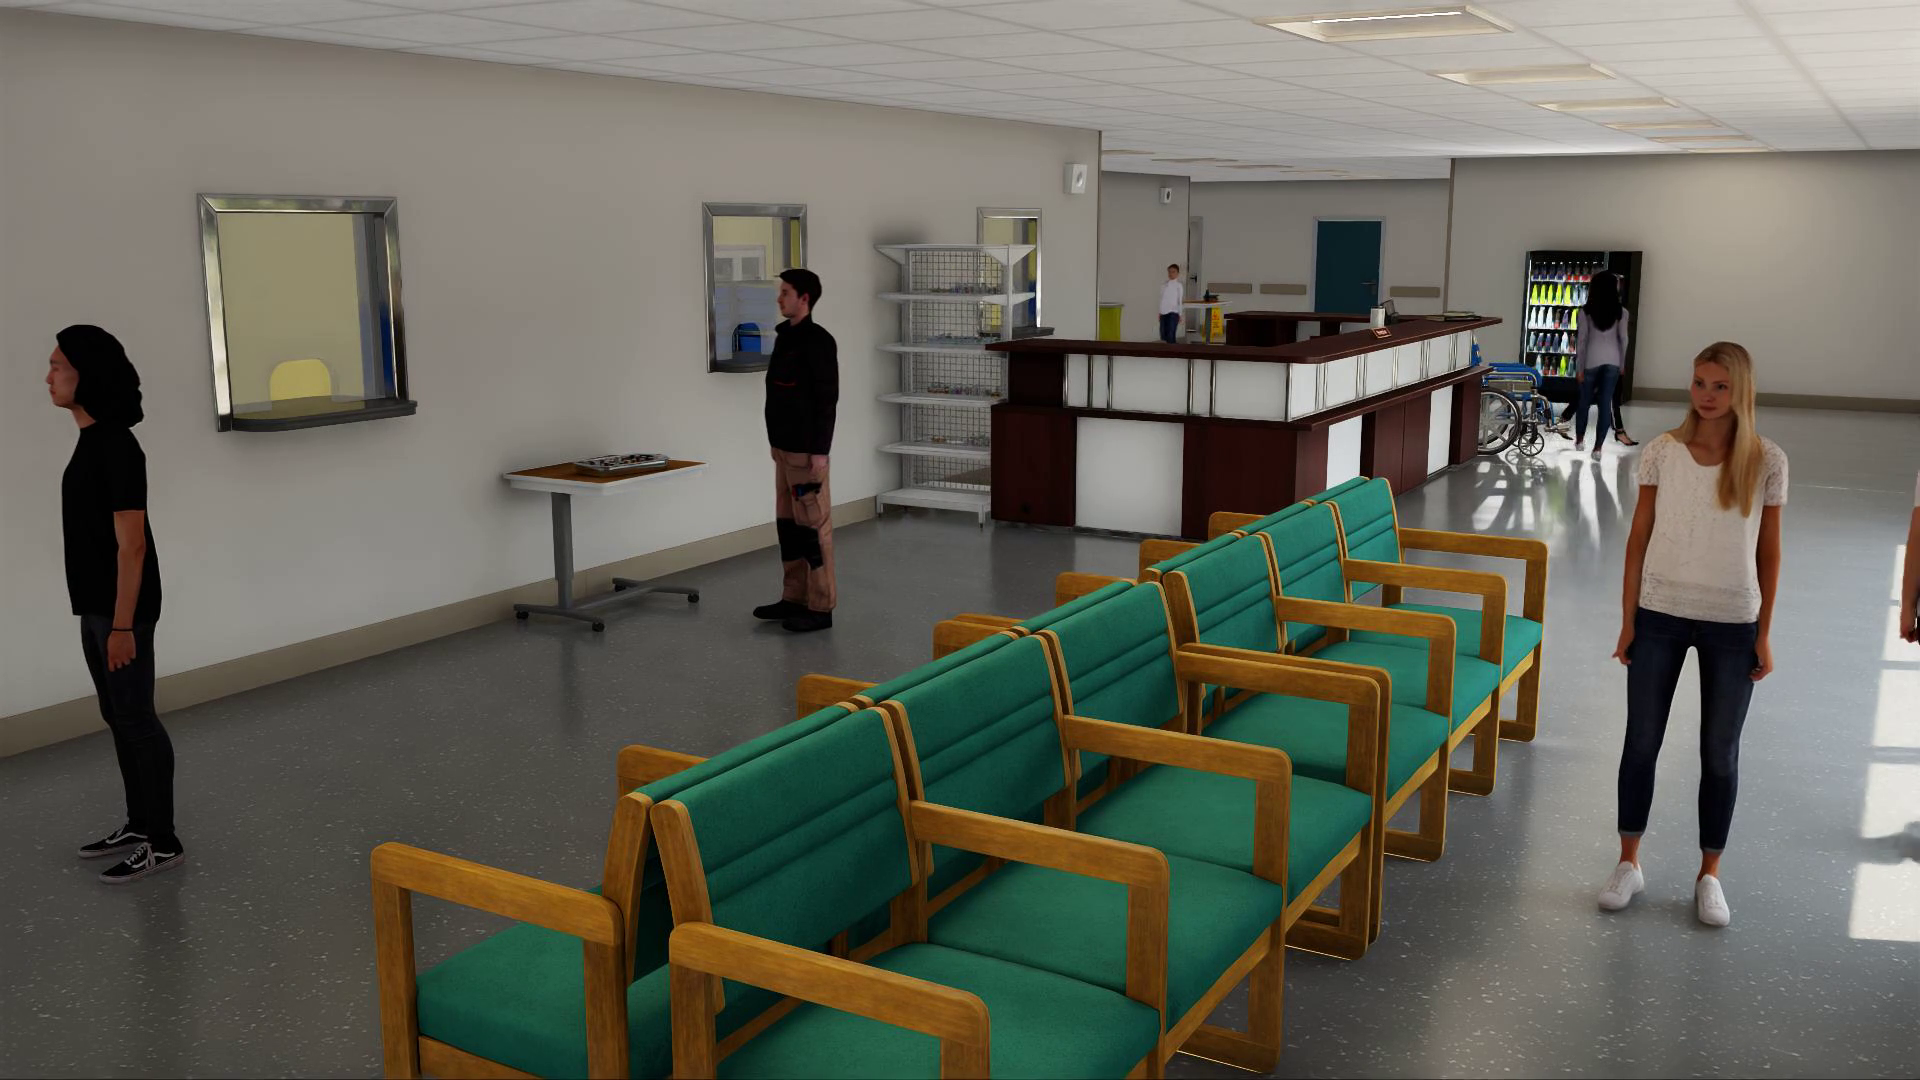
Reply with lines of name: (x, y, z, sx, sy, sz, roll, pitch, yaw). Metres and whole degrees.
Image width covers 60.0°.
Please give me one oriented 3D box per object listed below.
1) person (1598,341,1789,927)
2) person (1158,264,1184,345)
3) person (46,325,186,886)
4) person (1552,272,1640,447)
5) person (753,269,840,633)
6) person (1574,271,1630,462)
person: (2.288, 0.283, 5.180, 0.449, 1.807, 0.669, 5, 12, 26)
person: (3.289, -3.493, 25.787, 0.853, 1.543, 0.575, 6, 12, 29)
person: (-2.803, 0.194, 5.541, 0.760, 1.836, 0.604, -8, 14, -37)
person: (6.160, -1.731, 16.177, 1.083, 1.665, 0.671, 8, 13, 35)
person: (-0.846, -0.483, 8.900, 0.848, 1.924, 0.718, -7, 13, -31)
person: (5.848, -1.559, 15.165, 1.026, 1.704, 0.850, 3, 11, 17)
